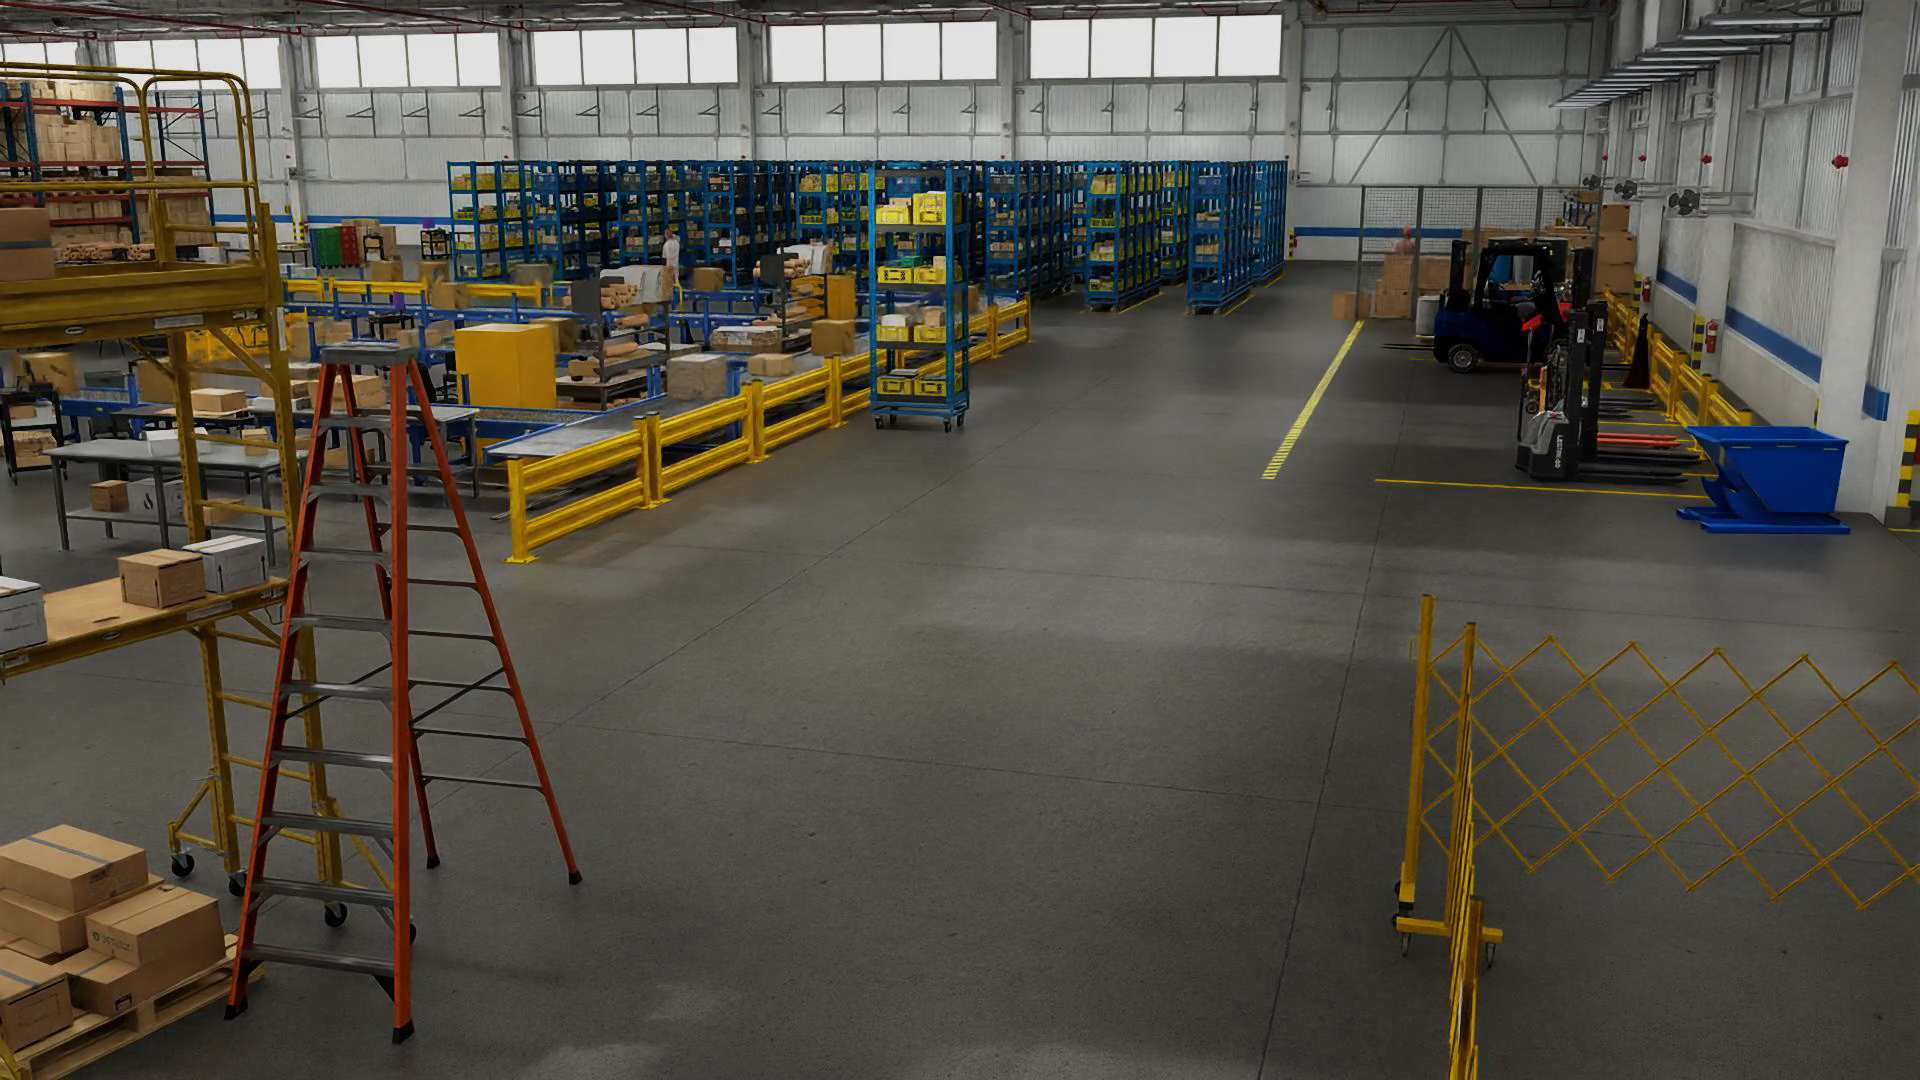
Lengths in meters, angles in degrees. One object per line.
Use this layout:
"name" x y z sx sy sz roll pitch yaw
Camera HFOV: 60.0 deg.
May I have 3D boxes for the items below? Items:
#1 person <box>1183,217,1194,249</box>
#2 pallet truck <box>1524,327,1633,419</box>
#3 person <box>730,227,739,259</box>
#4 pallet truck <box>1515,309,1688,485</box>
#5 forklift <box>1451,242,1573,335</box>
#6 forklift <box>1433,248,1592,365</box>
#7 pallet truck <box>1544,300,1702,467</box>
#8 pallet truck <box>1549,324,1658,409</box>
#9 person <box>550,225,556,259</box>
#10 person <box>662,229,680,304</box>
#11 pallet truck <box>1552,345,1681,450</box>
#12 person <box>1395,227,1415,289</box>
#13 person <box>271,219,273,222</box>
"person" 7.829 -10.375 57.504 0.957 1.768 0.581 1 13 3
"pallet truck" 9.065 -2.460 24.370 1.522 1.261 0.704 3 13 14
"person" -6.895 -8.879 50.903 0.389 1.837 0.563 4 14 16
"pallet truck" 7.554 -1.677 19.446 1.885 1.965 0.823 3 13 14
"forklift" 10.464 -4.597 31.405 2.680 1.987 1.157 4 14 16
"forklift" 9.780 -4.111 29.280 2.680 1.987 1.157 3 13 14
"pallet truck" 8.263 -1.952 20.631 1.885 1.965 0.823 5 14 20
"pallet truck" 9.824 -2.669 25.407 1.601 1.201 0.680 4 14 16
"person" -13.505 -9.831 55.258 0.722 1.726 0.568 -4 14 -17
"person" -7.454 -7.034 42.799 0.407 1.902 0.639 4 14 16
"pallet truck" 8.641 -1.896 21.908 1.630 1.274 0.653 4 14 16
"person" 11.322 -6.943 42.249 0.615 1.970 0.596 10 17 37
"person" -24.284 -10.581 58.117 0.407 1.902 0.639 4 14 16
